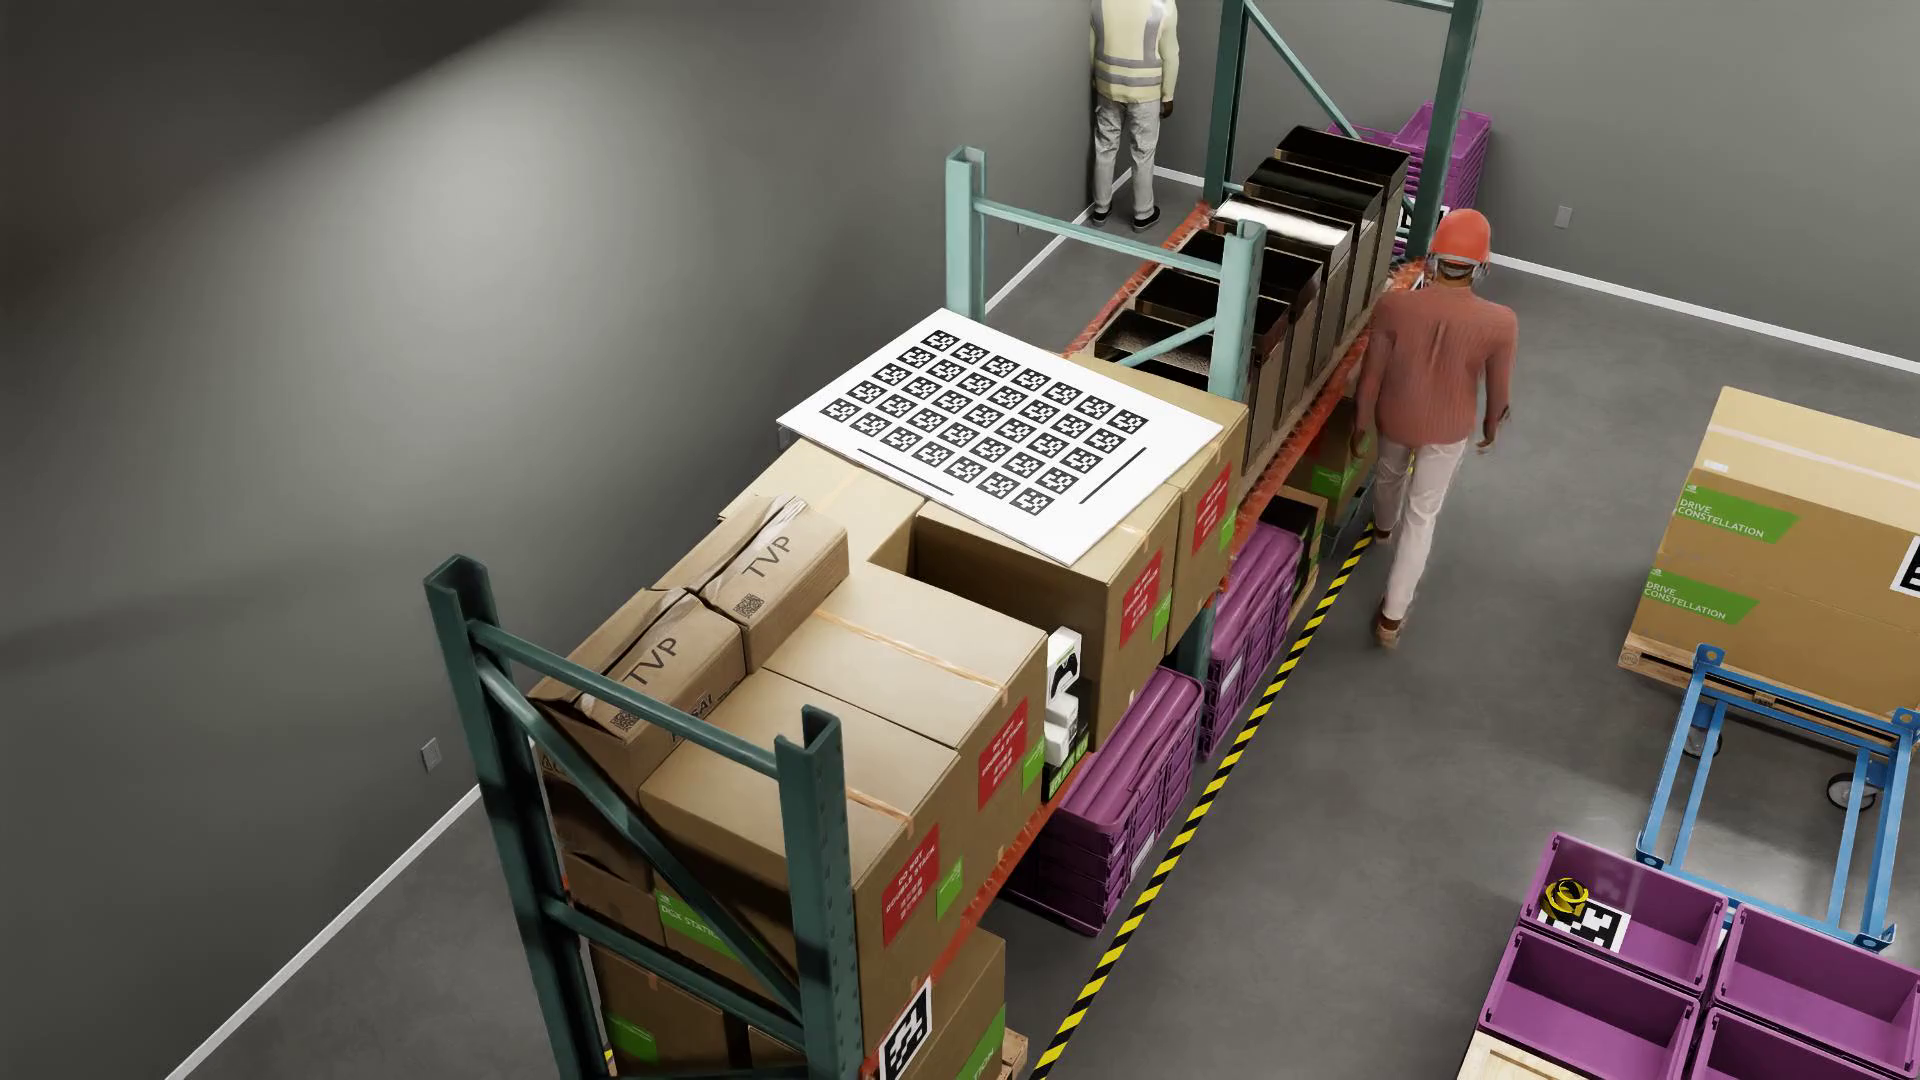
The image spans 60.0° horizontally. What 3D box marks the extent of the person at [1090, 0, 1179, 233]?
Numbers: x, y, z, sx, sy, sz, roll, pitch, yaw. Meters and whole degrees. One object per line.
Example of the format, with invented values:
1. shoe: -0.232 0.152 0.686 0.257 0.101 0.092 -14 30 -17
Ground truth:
1. person: 1.013 -2.712 9.919 0.587 1.822 0.404 15 42 17

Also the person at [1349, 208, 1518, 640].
1. person: 2.038 -0.543 7.248 0.639 1.941 1.047 12 41 13
